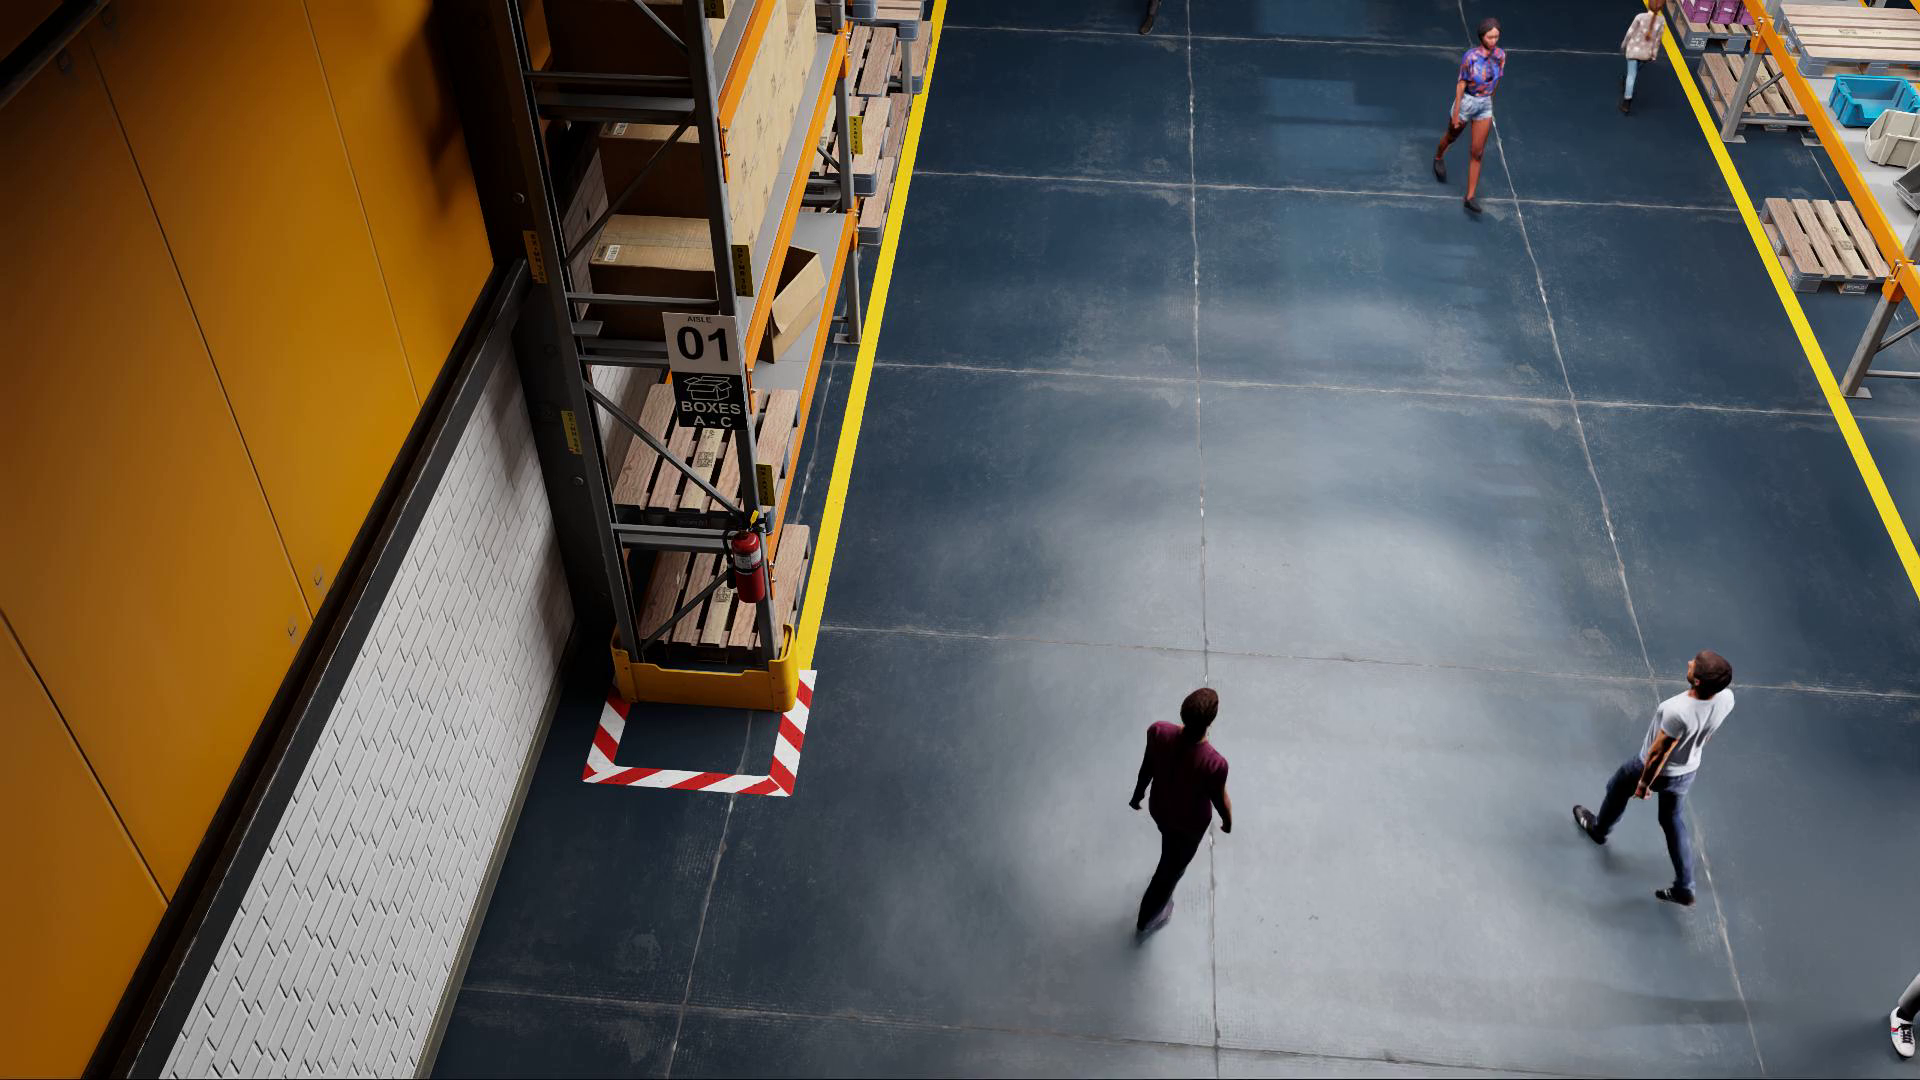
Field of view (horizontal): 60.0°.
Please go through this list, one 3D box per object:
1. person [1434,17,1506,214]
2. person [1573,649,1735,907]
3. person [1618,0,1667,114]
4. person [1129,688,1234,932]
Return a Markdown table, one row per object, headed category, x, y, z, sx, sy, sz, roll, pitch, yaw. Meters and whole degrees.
| category | x | y | z | sx | sy | sz | roll | pitch | yaw |
| --- | --- | --- | --- | --- | --- | --- | --- | --- | --- |
| person | 4.599 | -3.926 | 15.097 | 0.823 | 1.694 | 1.250 | -7 | 44 | -8 |
| person | 4.081 | 1.352 | 9.455 | 0.973 | 1.835 | 1.250 | -15 | 45 | -15 |
| person | 6.701 | -4.786 | 16.388 | 0.461 | 1.158 | 0.812 | 3 | 44 | 3 |
| person | 1.163 | 1.552 | 9.258 | 1.053 | 1.817 | 1.160 | 32 | 52 | 29 |
